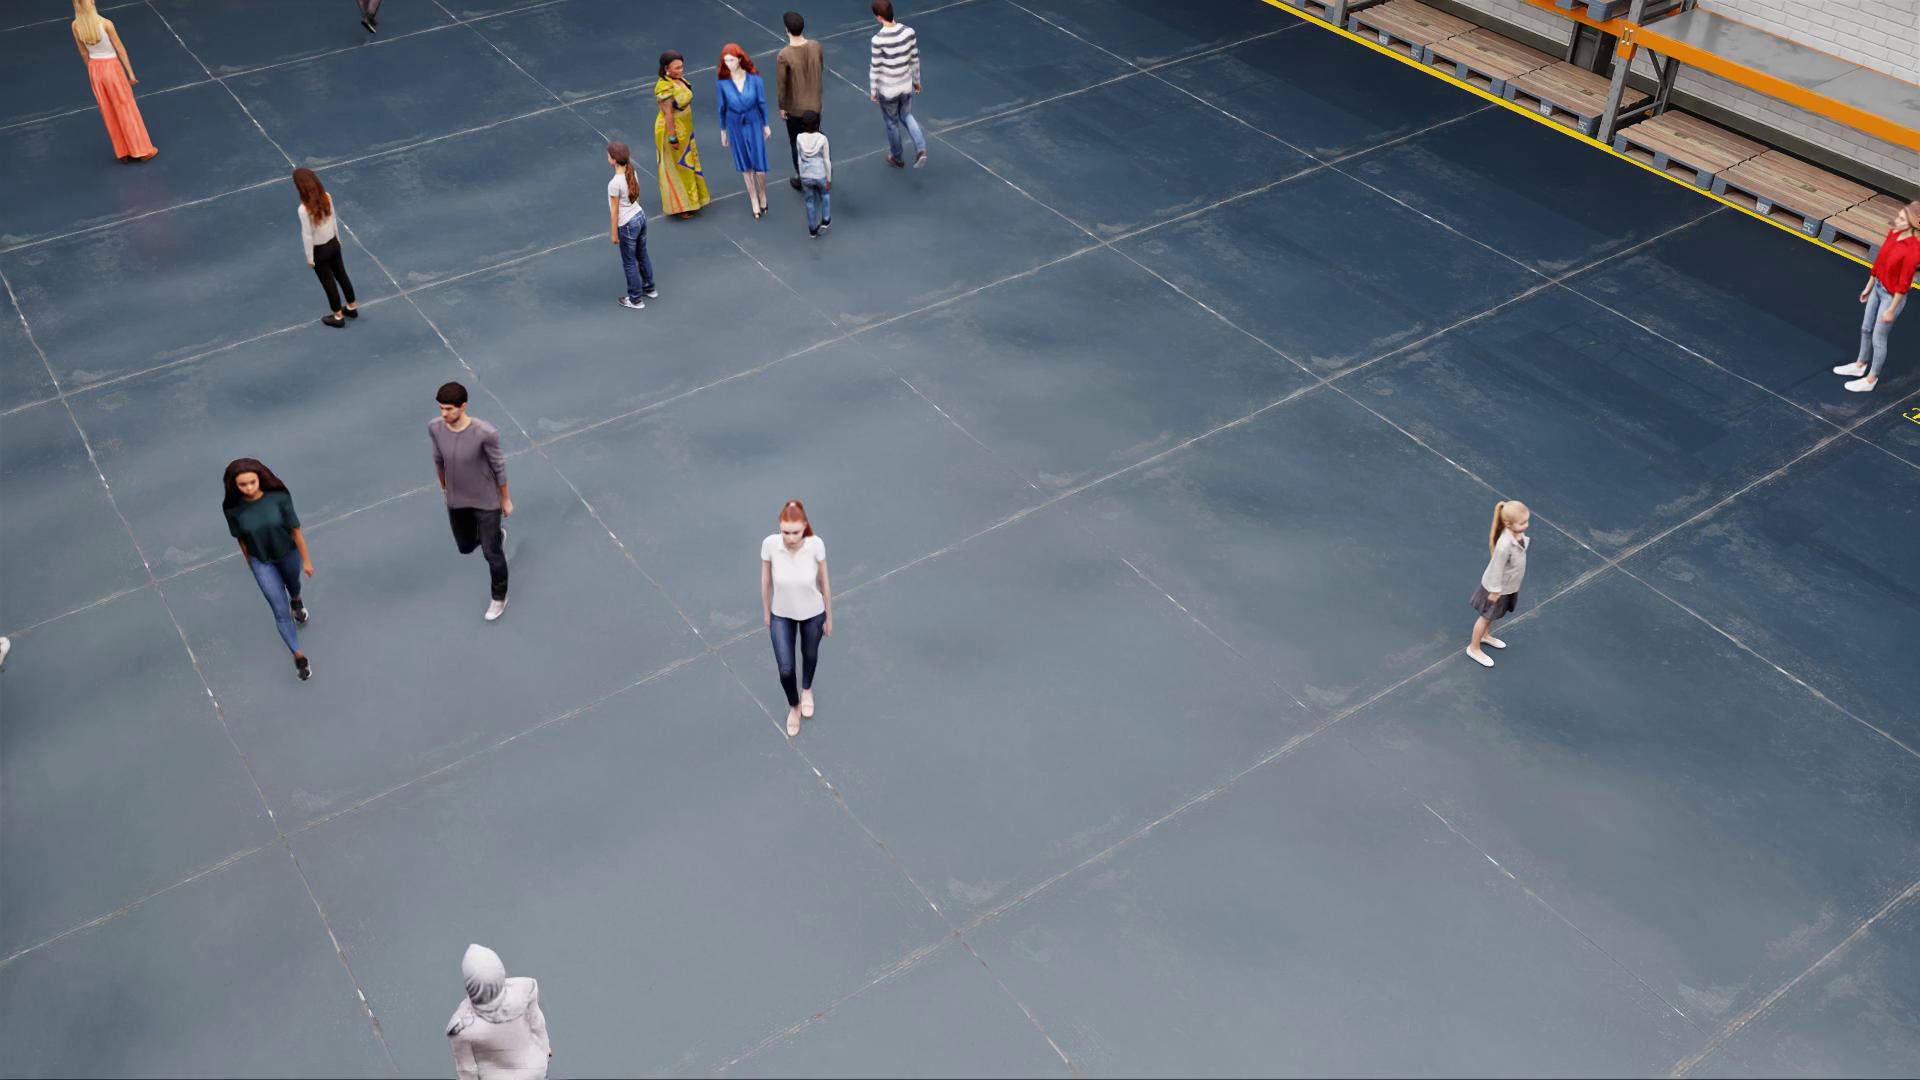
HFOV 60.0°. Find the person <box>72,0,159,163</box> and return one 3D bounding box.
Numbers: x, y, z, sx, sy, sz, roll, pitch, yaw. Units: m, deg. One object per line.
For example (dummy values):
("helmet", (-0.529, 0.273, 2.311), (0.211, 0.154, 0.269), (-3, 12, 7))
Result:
("person", (-8.765, -4.768, 17.122), (0.728, 1.802, 0.772), (3, 39, 3))

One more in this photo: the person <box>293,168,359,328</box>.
("person", (-5.583, -2.581, 14.641), (0.645, 1.483, 0.631), (16, 41, 19))

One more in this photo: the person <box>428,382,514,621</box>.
("person", (-3.335, -0.345, 11.557), (1.000, 1.837, 1.052), (7, 39, 9))

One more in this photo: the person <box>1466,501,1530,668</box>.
("person", (3.653, 0.265, 11.243), (0.601, 1.276, 0.573), (24, 45, 27))

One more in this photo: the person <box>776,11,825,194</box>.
("person", (-1.513, -4.276, 16.450), (0.644, 1.872, 0.749), (-23, 44, -26))

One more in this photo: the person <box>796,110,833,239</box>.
("person", (-1.415, -3.484, 15.961), (0.622, 1.246, 0.696), (1, 39, 1))

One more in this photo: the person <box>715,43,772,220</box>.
("person", (-2.079, -3.979, 16.132), (0.773, 1.807, 0.815), (-2, 39, -3))

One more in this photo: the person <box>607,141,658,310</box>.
("person", (-2.960, -2.838, 14.899), (0.646, 1.562, 0.613), (17, 42, 20))

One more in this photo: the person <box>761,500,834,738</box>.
("person", (-1.041, 0.415, 10.692), (0.737, 1.728, 0.805), (-4, 39, -5))

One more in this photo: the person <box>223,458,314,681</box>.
("person", (-4.631, 0.072, 11.252), (0.727, 1.565, 1.171), (-16, 41, -19))

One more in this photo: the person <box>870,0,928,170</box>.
("person", (-0.602, -4.534, 16.821), (0.741, 1.813, 0.907), (-18, 42, -21))

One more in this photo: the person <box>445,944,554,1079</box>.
("person", (-2.117, 2.591, 7.940), (0.598, 1.764, 0.824), (-23, 44, -26))

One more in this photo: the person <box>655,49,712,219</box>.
("person", (-2.786, -3.993, 16.268), (1.064, 1.659, 0.984), (3, 39, 4))

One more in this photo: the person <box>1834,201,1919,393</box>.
("person", (7.673, -2.015, 13.759), (0.765, 1.699, 0.673), (0, 39, 0))
